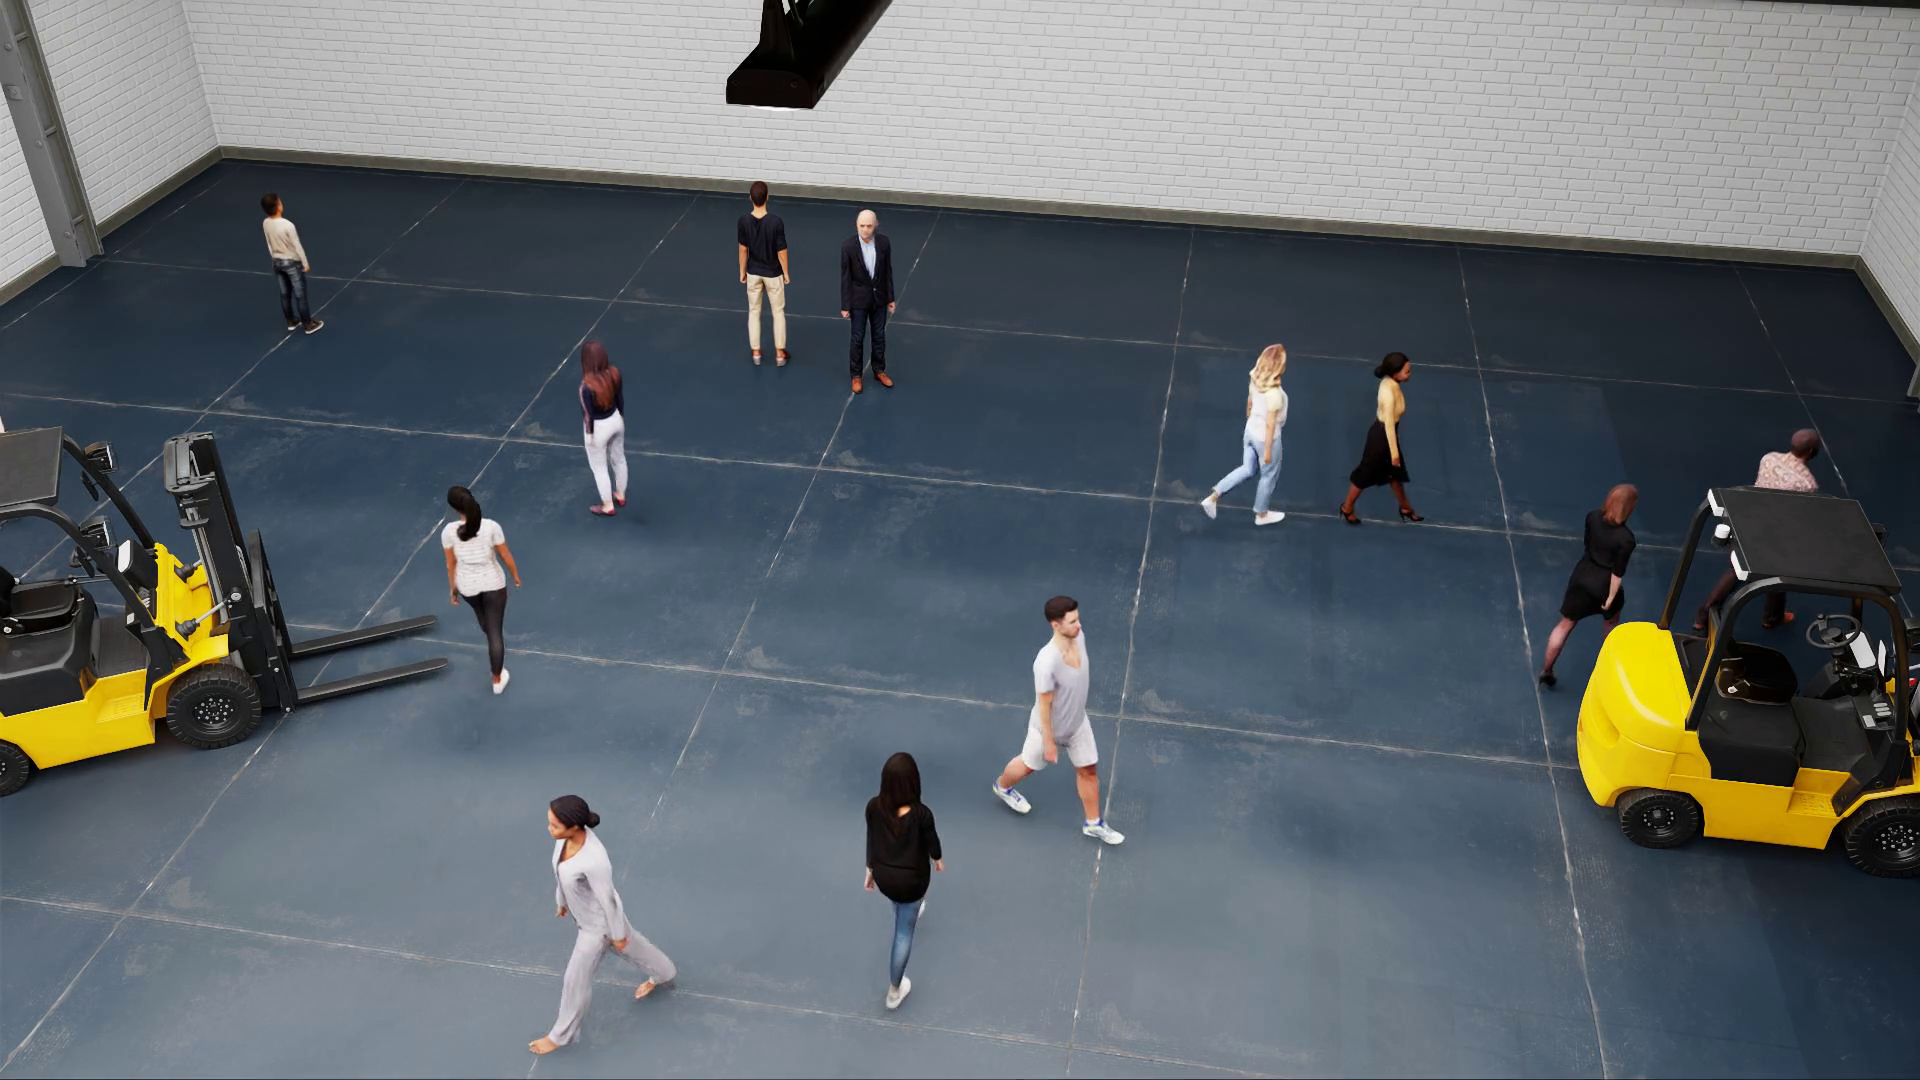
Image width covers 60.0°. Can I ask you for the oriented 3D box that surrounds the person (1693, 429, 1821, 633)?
[{"bbox_3d":[5.943,-0.015,12.363,1.189,1.781,1.217,-15,37,-22],"label":"person"}]

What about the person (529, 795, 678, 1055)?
[{"bbox_3d":[-1.962,2.061,9.326,1.184,1.685,1.174,-19,38,-26],"label":"person"}]

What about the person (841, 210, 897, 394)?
[{"bbox_3d":[-0.868,-2.288,15.768,0.774,1.797,0.766,-12,35,-17],"label":"person"}]

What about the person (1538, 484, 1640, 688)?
[{"bbox_3d":[4.477,0.367,11.899,1.099,1.659,1.054,-20,39,-27],"label":"person"}]

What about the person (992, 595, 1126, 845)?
[{"bbox_3d":[0.541,1.119,10.628,1.105,1.813,1.260,21,39,28],"label":"person"}]

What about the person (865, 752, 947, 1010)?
[{"bbox_3d":[-0.354,1.969,9.533,0.695,1.609,1.091,12,35,17],"label":"person"}]

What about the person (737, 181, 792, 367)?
[{"bbox_3d":[-1.897,-2.586,16.166,0.641,1.852,0.561,4,34,5],"label":"person"}]

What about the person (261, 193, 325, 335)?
[{"bbox_3d":[-6.815,-2.792,16.828,0.589,1.462,0.560,12,35,17],"label":"person"}]

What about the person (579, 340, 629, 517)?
[{"bbox_3d":[-2.977,-0.945,13.916,0.753,1.610,0.648,22,40,30],"label":"person"}]

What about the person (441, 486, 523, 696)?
[{"bbox_3d":[-3.435,0.394,11.903,0.821,1.608,1.050,-3,34,-5],"label":"person"}]

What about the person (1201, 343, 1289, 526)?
[{"bbox_3d":[2.389,-0.813,13.630,0.972,1.707,1.040,-9,35,-14],"label":"person"}]

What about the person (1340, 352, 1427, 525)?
[{"bbox_3d":[3.385,-0.803,13.686,0.746,1.629,0.899,10,35,14],"label":"person"}]

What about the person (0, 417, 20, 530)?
[{"bbox_3d":[-8.081,-0.815,13.853,0.698,1.464,0.849,-2,34,-3],"label":"person"}]
